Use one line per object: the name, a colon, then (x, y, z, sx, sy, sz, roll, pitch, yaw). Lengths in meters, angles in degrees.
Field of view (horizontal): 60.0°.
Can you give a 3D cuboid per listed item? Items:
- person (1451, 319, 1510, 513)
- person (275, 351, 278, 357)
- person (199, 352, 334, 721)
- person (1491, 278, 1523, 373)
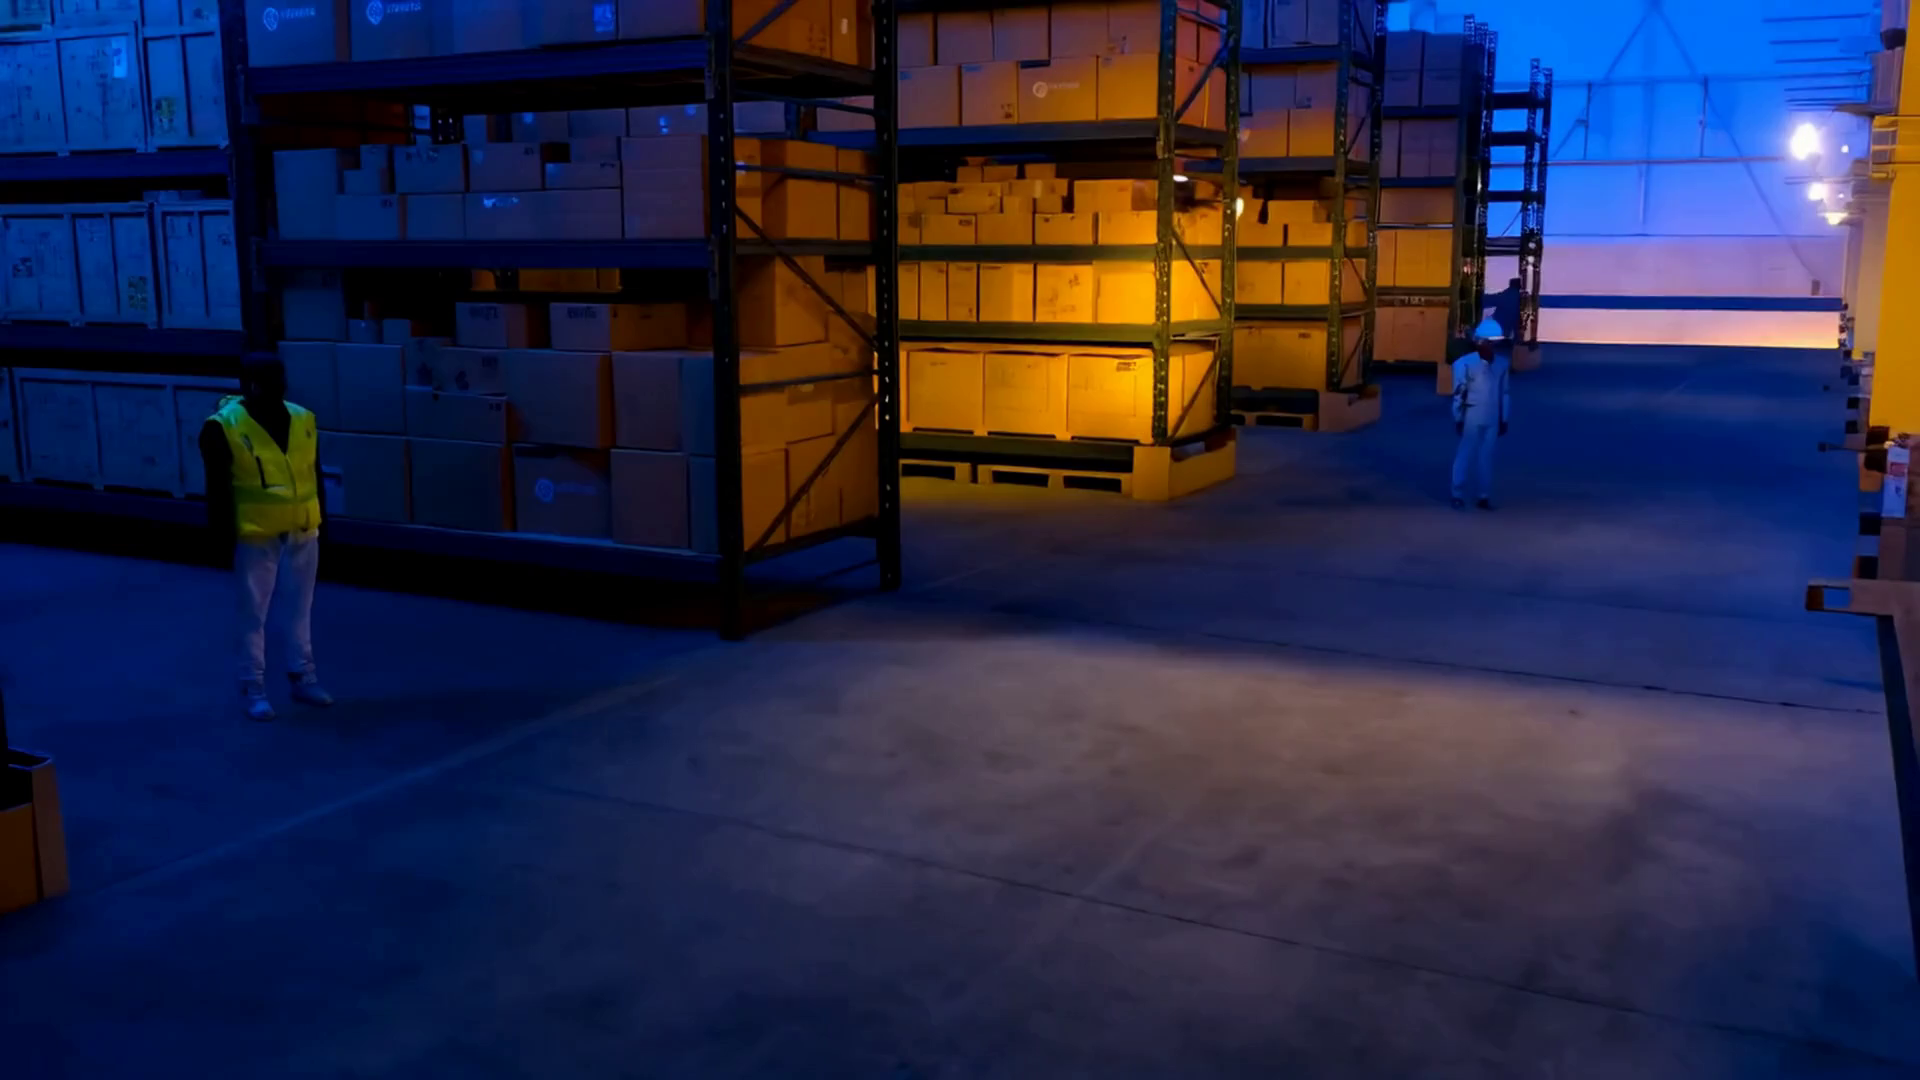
person: (4.701, -1.109, 14.964, 0.566, 1.742, 0.351, -3, 10, -19)
person: (-6.669, -1.345, 16.720, 0.835, 1.592, 0.544, 6, 11, 31)
person: (-3.465, -0.027, 8.404, 0.429, 1.842, 0.634, 7, 12, 35)
person: (10.462, -4.109, 32.014, 0.857, 1.868, 0.668, -3, 10, -17)
